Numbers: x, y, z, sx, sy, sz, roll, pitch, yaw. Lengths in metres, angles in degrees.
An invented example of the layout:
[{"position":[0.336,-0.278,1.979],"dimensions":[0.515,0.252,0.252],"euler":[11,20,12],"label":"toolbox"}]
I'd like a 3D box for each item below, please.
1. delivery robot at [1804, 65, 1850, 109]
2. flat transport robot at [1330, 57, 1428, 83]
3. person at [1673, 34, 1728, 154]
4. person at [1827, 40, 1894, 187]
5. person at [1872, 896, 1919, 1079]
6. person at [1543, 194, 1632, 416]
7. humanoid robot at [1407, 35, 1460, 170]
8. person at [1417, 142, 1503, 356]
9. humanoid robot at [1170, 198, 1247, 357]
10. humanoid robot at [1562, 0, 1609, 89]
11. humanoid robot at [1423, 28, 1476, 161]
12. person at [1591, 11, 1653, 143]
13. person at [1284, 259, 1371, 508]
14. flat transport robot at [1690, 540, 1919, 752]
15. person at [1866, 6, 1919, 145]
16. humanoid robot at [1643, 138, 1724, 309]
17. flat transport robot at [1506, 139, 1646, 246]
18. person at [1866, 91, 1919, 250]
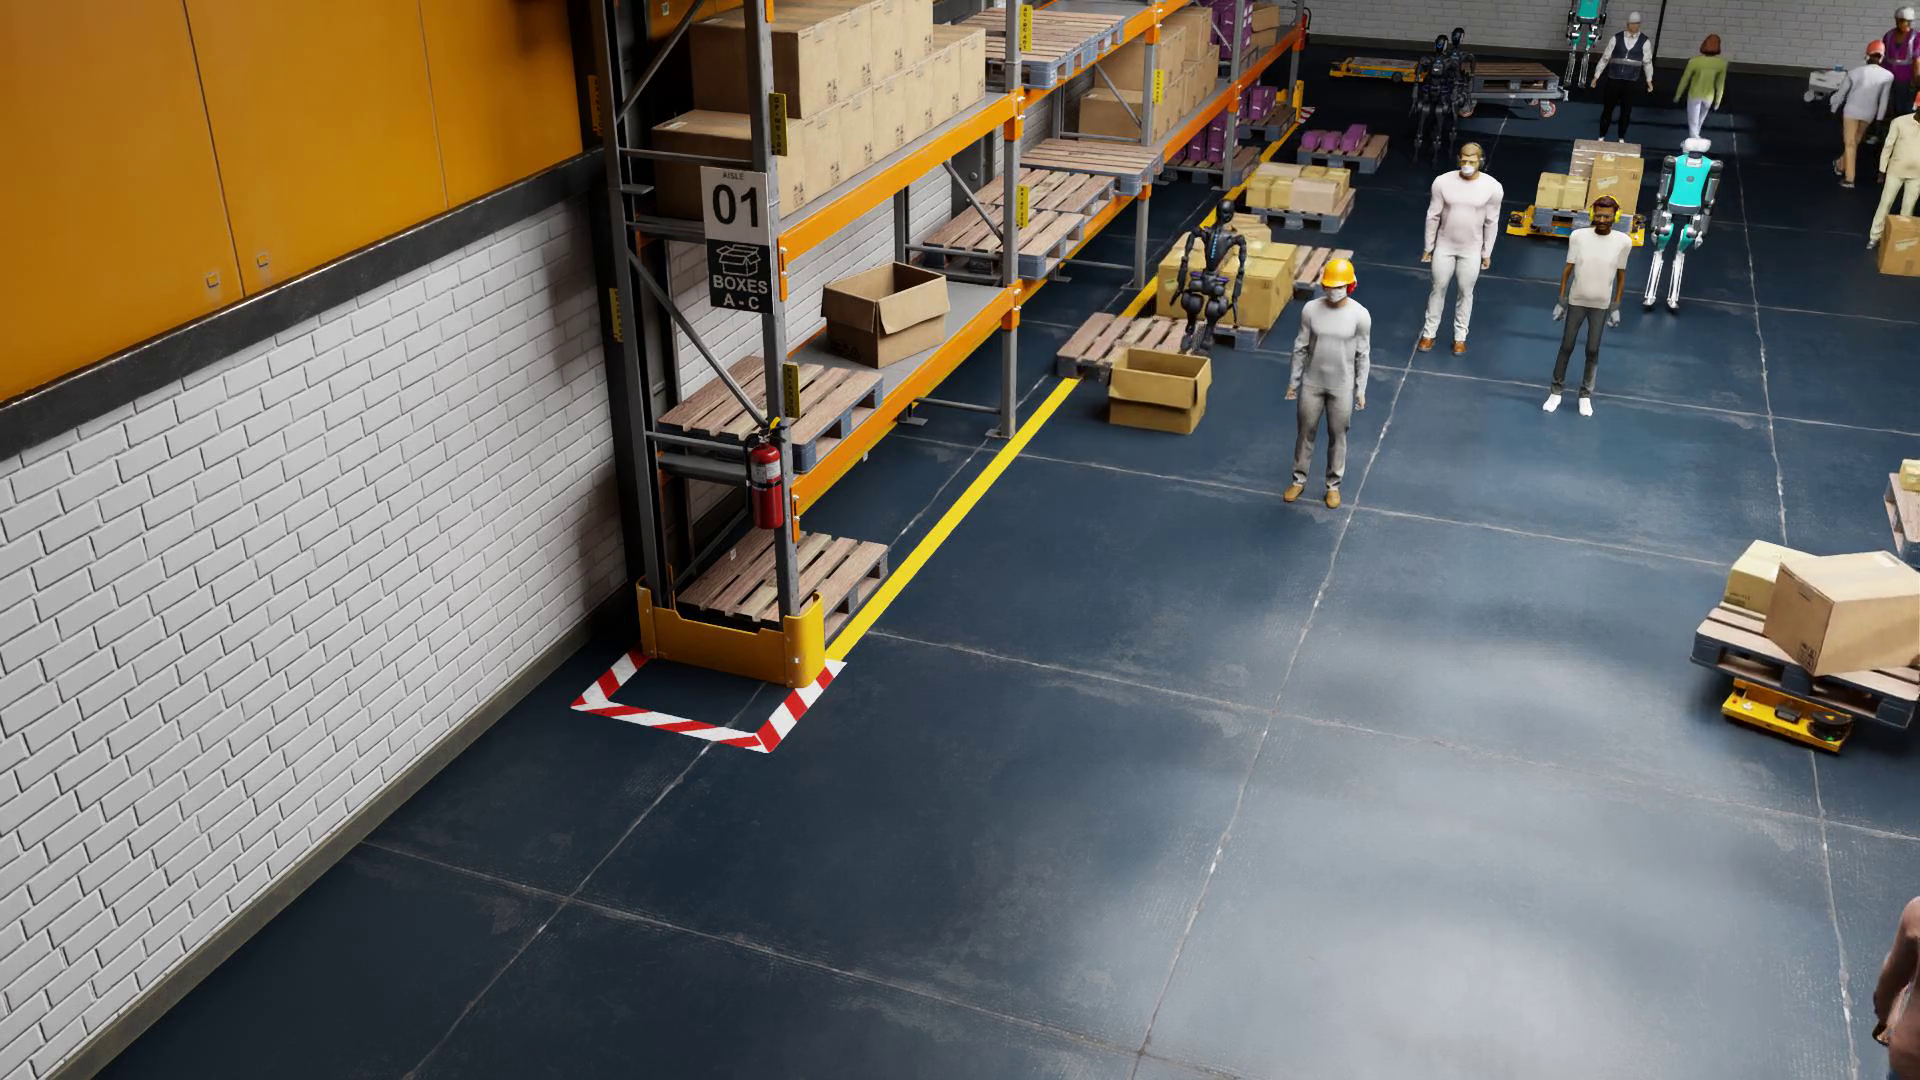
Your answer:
[{"position":[12.788,-6.615,24.272],"dimensions":[0.499,0.596,0.787],"euler":[-15,31,-26],"label":"delivery robot"},{"position":[6.564,-7.361,26.030],"dimensions":[1.431,0.231,0.659],"euler":[10,29,19],"label":"flat transport robot"},{"position":[9.427,-5.641,21.243],"dimensions":[0.516,1.585,0.849],"euler":[1,27,2],"label":"person"},{"position":[10.972,-5.235,20.339],"dimensions":[0.564,1.694,0.947],"euler":[2,27,4],"label":"person"},{"position":[3.685,1.935,6.181],"dimensions":[0.840,1.926,0.631],"euler":[-24,36,-38],"label":"person"},{"position":[5.202,-1.940,13.768],"dimensions":[0.526,1.870,0.318],"euler":[10,29,18],"label":"person"},{"position":[5.943,-5.480,20.829],"dimensions":[0.599,1.657,0.315],"euler":[10,29,19],"label":"humanoid robot"},{"position":[4.497,-2.624,15.021],"dimensions":[0.634,1.938,0.361],"euler":[10,29,18],"label":"person"},{"position":[2.115,-2.115,14.329],"dimensions":[0.616,1.631,0.481],"euler":[9,29,17],"label":"humanoid robot"},{"position":[9.299,-7.593,24.731],"dimensions":[0.533,1.677,0.735],"euler":[10,29,19],"label":"humanoid robot"},{"position":[6.268,-5.695,21.245],"dimensions":[0.599,1.657,0.315],"euler":[10,29,19],"label":"humanoid robot"},{"position":[8.699,-6.035,21.827],"dimensions":[0.768,1.758,0.410],"euler":[10,29,18],"label":"person"},{"position":[2.697,-1.150,12.208],"dimensions":[0.580,1.895,0.355],"euler":[10,29,18],"label":"person"},{"position":[5.236,0.814,10.171],"dimensions":[0.659,0.231,1.431],"euler":[21,34,35],"label":"flat transport robot"},{"position":[12.393,-6.142,21.984],"dimensions":[0.630,1.811,0.548],"euler":[-24,36,-39],"label":"person"},{"position":[6.915,-3.079,15.975],"dimensions":[0.533,1.677,0.735],"euler":[10,29,19],"label":"humanoid robot"},{"position":[6.884,-3.517,18.573],"dimensions":[1.431,0.231,0.659],"euler":[10,29,19],"label":"flat transport robot"},{"position":[10.152,-3.964,17.818],"dimensions":[0.571,1.749,0.330],"euler":[10,29,18],"label":"person"}]
